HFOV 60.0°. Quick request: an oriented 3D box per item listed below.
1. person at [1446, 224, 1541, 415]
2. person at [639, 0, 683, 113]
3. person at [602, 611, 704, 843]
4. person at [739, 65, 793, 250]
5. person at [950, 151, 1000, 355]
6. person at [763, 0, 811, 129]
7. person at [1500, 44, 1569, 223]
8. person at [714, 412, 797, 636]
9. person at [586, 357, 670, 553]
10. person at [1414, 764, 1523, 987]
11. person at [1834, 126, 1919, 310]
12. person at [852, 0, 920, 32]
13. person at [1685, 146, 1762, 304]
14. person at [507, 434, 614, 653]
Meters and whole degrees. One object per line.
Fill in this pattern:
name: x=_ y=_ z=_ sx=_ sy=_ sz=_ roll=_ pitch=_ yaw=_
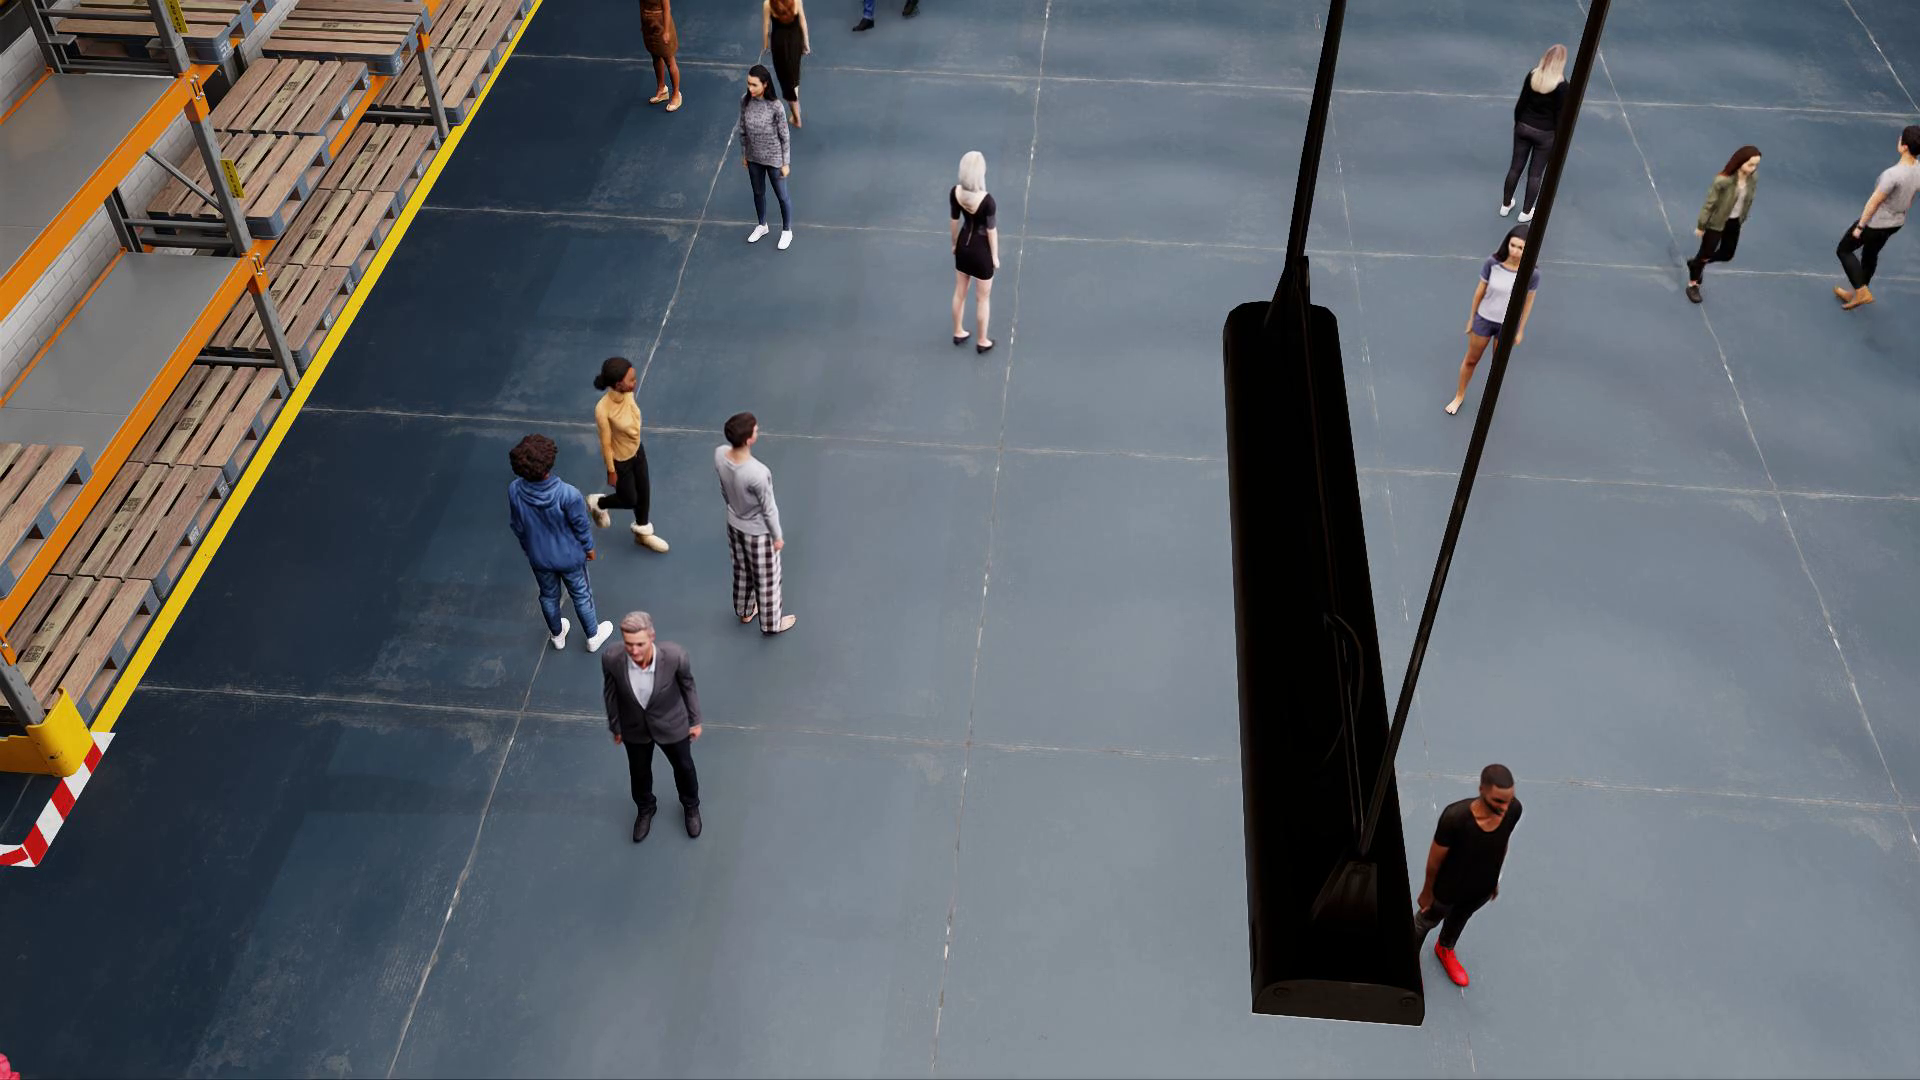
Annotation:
person: x=4.151 y=-1.685 z=12.849 sx=0.645 sy=1.734 sz=0.615 roll=17 pitch=46 yaw=17
person: x=-2.982 y=-5.068 z=16.432 sx=0.638 sy=1.690 sz=0.675 roll=32 pitch=52 yaw=29
person: x=-1.813 y=1.080 z=9.868 sx=0.741 sy=1.842 sz=0.646 roll=-2 pitch=44 yaw=-2
person: x=-1.698 y=-3.377 z=14.627 sx=0.675 sy=1.731 sz=0.636 roll=16 pitch=46 yaw=17
person: x=0.109 y=-2.314 z=13.440 sx=0.640 sy=1.830 sz=0.635 roll=24 pitch=49 yaw=23
person: x=-1.650 y=-4.746 z=16.153 sx=0.781 sy=1.608 sz=0.891 roll=-18 pitch=46 yaw=-18
person: x=5.168 y=-3.656 z=14.954 sx=0.689 sy=1.685 sz=0.730 roll=34 pitch=53 yaw=30
person: x=-1.392 y=-0.098 z=11.102 sx=0.703 sy=1.847 sz=0.725 roll=31 pitch=51 yaw=28
person: x=-2.441 y=-0.602 z=11.789 sx=0.863 sy=1.629 sz=0.917 roll=21 pitch=47 yaw=20
person: x=2.747 y=1.834 z=9.103 sx=0.702 sy=1.807 sz=0.654 roll=-10 pitch=45 yaw=-11
person: x=7.712 y=-2.609 z=13.843 sx=0.760 sy=1.702 sz=0.825 roll=-13 pitch=45 yaw=-13
person: x=-0.736 y=-6.374 z=17.686 sx=1.104 sy=1.851 sz=1.276 roll=29 pitch=51 yaw=27
person: x=6.439 y=-2.731 z=14.142 sx=0.698 sy=1.466 sz=0.729 roll=-8 pitch=44 yaw=-8
person: x=-2.671 y=0.039 z=10.984 sx=0.674 sy=1.810 sz=0.553 roll=5 pitch=44 yaw=5
